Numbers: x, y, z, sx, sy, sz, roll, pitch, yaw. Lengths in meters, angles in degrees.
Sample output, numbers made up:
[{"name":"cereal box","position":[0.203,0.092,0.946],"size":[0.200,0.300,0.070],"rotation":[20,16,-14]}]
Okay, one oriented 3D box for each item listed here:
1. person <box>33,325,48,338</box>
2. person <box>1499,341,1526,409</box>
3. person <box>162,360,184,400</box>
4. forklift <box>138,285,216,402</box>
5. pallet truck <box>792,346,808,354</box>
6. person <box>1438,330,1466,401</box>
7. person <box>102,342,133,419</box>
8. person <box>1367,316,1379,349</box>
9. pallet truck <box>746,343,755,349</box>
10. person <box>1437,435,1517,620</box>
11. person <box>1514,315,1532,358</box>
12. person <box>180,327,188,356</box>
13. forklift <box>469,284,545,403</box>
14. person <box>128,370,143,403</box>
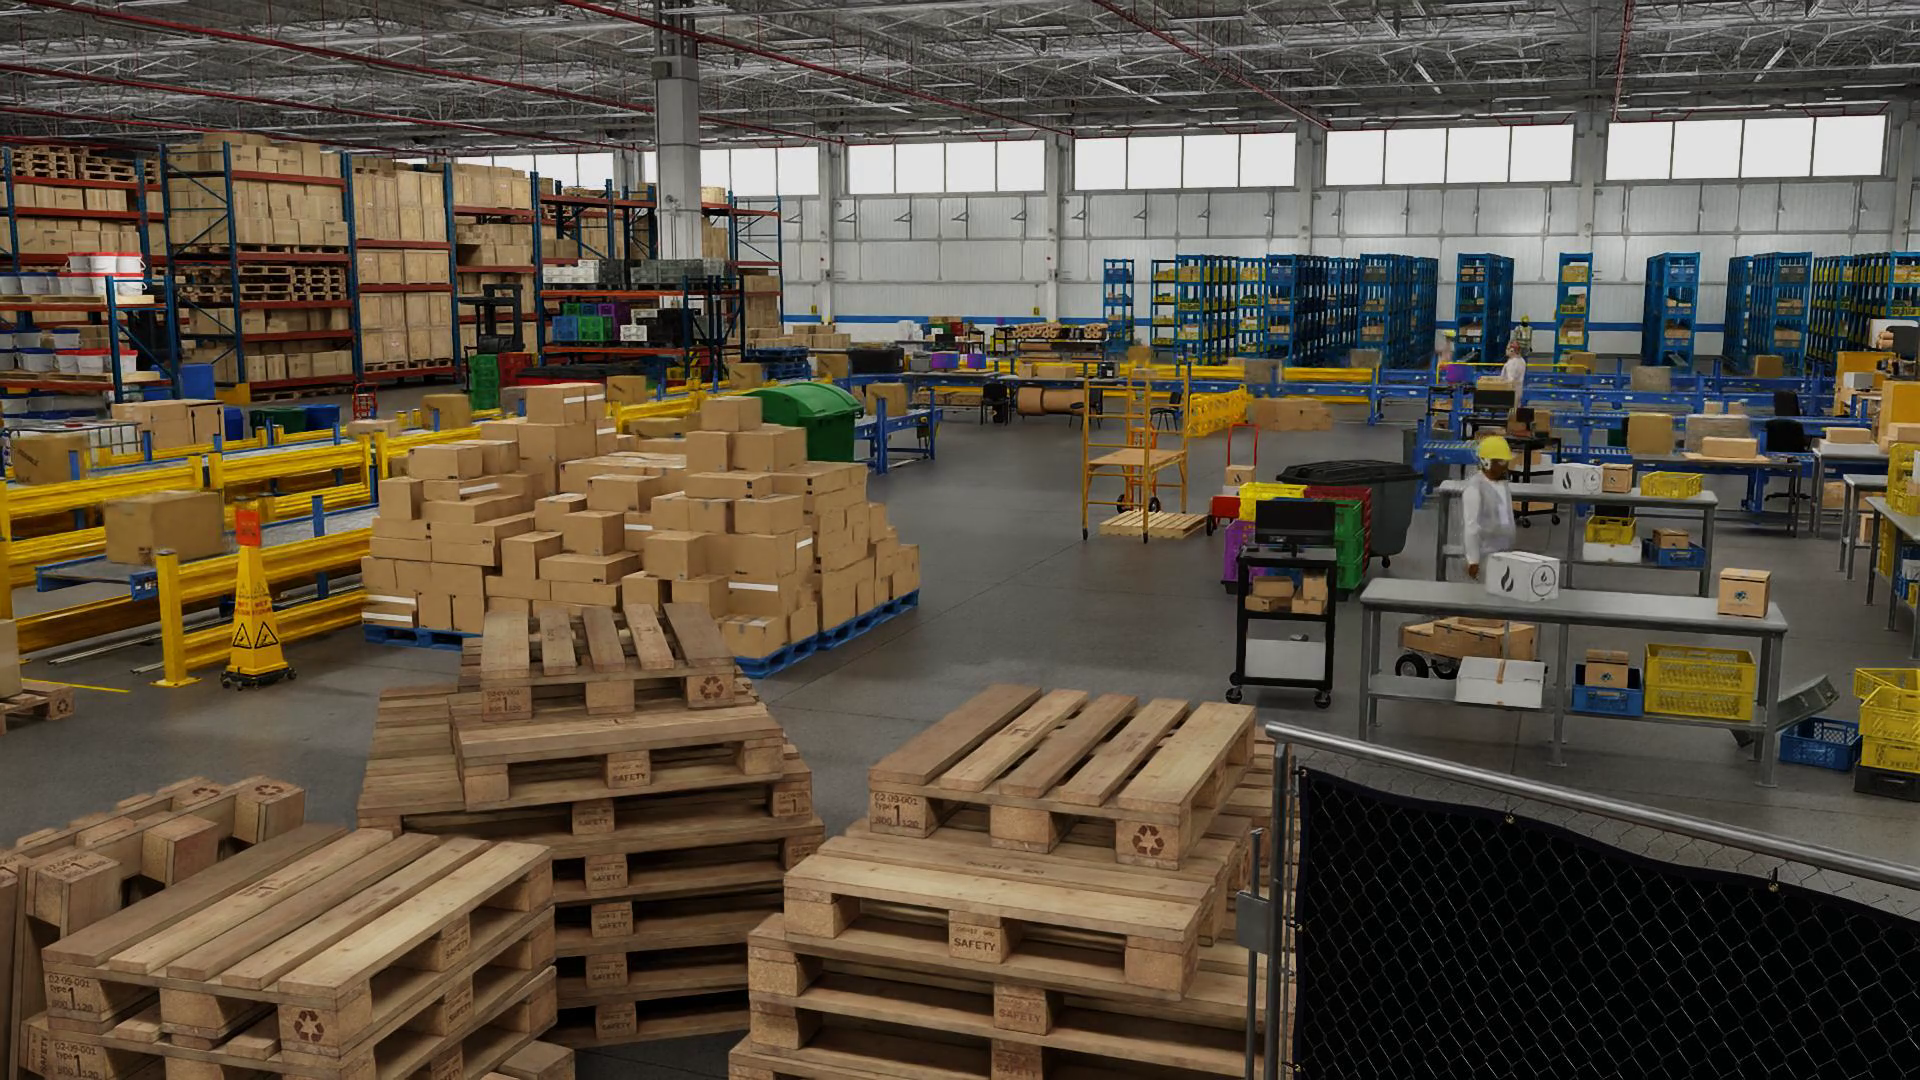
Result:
[{"name":"person","position":[-25.222,-5.069,45.705],"size":[0.616,1.673,0.359],"rotation":[-8,12,-41]},{"name":"person","position":[9.481,-2.469,28.651],"size":[0.404,1.910,0.657],"rotation":[6,11,34]},{"name":"person","position":[-13.303,-2.228,28.029],"size":[0.521,1.606,0.618],"rotation":[8,12,41]},{"name":"forklift","position":[-17.480,-4.200,36.461],"size":[1.873,2.768,1.129],"rotation":[3,10,19]},{"name":"pallet truck","position":[-3.705,-4.298,42.022],"size":[0.653,1.274,1.630],"rotation":[3,10,20]},{"name":"person","position":[11.844,-4.211,40.152],"size":[0.922,1.714,0.541],"rotation":[4,10,23]},{"name":"person","position":[-14.302,-2.420,28.288],"size":[0.391,1.930,0.546],"rotation":[4,10,22]},{"name":"person","position":[12.610,-6.030,50.721],"size":[0.622,1.994,0.381],"rotation":[-9,12,-43]},{"name":"pallet truck","position":[-6.183,-4.618,44.264],"size":[1.601,1.201,0.680],"rotation":[-9,12,-43]},{"name":"person","position":[4.052,0.073,12.980],"size":[0.630,1.812,0.599],"rotation":[8,12,42]},{"name":"person","position":[16.949,-5.838,50.020],"size":[0.588,1.834,0.403],"rotation":[-2,9,-12]},{"name":"person","position":[-20.023,-4.620,42.748],"size":[0.539,1.714,0.950],"rotation":[2,9,15]},{"name":"forklift","position":[-10.832,-4.702,39.610],"size":[1.129,2.768,1.873],"rotation":[3,10,20]},{"name":"person","position":[-15.058,-2.548,30.078],"size":[0.505,1.618,0.607],"rotation":[2,9,11]}]
